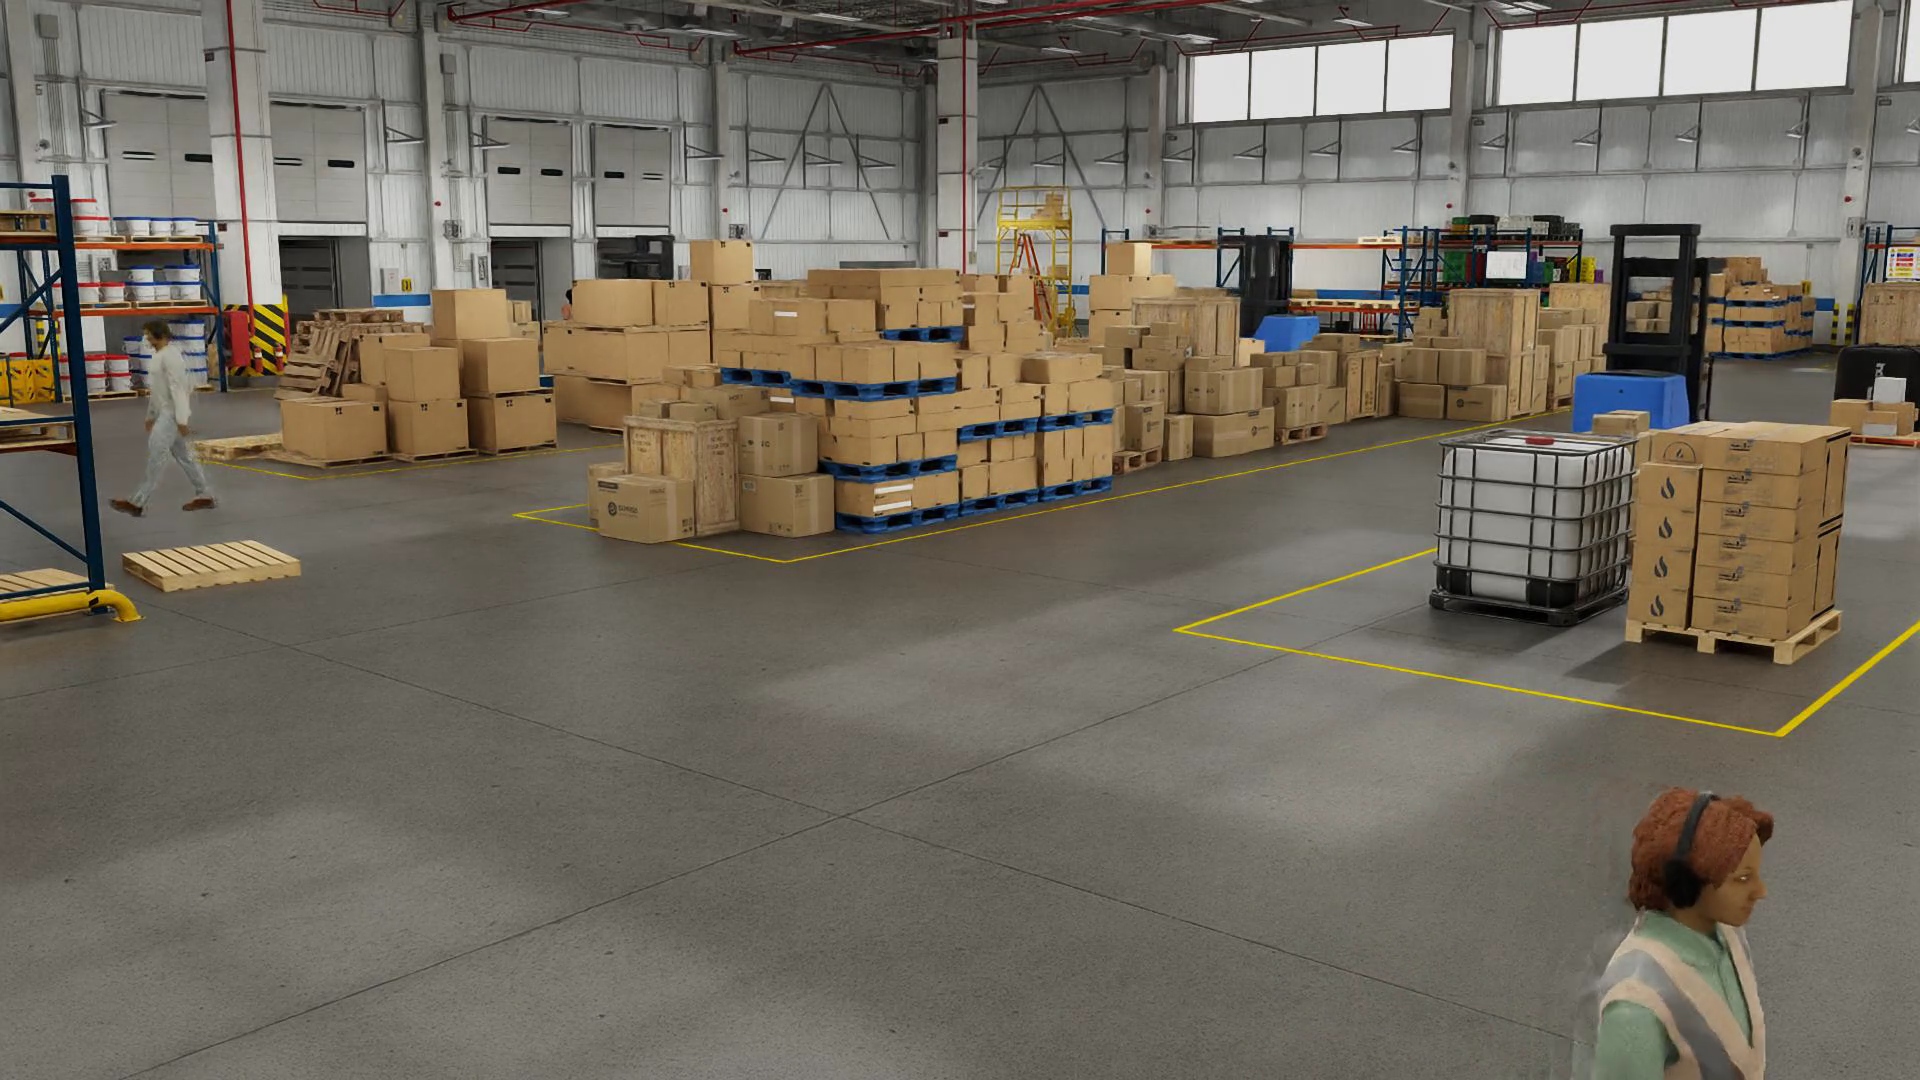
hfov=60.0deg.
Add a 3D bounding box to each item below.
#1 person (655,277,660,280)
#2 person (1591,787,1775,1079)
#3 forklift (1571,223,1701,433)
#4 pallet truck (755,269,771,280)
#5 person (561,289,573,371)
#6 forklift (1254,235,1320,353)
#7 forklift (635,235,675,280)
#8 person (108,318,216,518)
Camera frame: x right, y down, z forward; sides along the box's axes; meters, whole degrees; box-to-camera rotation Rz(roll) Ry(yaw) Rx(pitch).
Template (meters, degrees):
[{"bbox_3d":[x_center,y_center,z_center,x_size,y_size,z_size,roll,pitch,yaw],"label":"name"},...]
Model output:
[{"bbox_3d":[-6.482,-4.722,36.002,0.632,1.930,0.387,-4,11,-24],"label":"person"},{"bbox_3d":[1.258,1.214,3.104,0.781,1.612,0.519,7,12,36],"label":"person"},{"bbox_3d":[8.102,-2.323,19.617,1.129,2.768,1.873,8,13,40],"label":"forklift"},{"bbox_3d":[-4.996,-6.432,45.525,1.885,1.965,0.823,-6,12,-32],"label":"pallet truck"},{"bbox_3d":[-8.035,-4.343,34.487,0.320,1.697,0.532,4,11,20],"label":"person"},{"bbox_3d":[6.800,-5.217,36.093,1.129,2.768,1.873,-9,14,-43],"label":"forklift"},{"bbox_3d":[-6.605,-5.251,36.289,1.129,2.768,1.873,8,12,37],"label":"forklift"},{"bbox_3d":[-7.668,-1.168,15.902,0.995,1.875,0.652,-7,12,-35],"label":"person"}]
